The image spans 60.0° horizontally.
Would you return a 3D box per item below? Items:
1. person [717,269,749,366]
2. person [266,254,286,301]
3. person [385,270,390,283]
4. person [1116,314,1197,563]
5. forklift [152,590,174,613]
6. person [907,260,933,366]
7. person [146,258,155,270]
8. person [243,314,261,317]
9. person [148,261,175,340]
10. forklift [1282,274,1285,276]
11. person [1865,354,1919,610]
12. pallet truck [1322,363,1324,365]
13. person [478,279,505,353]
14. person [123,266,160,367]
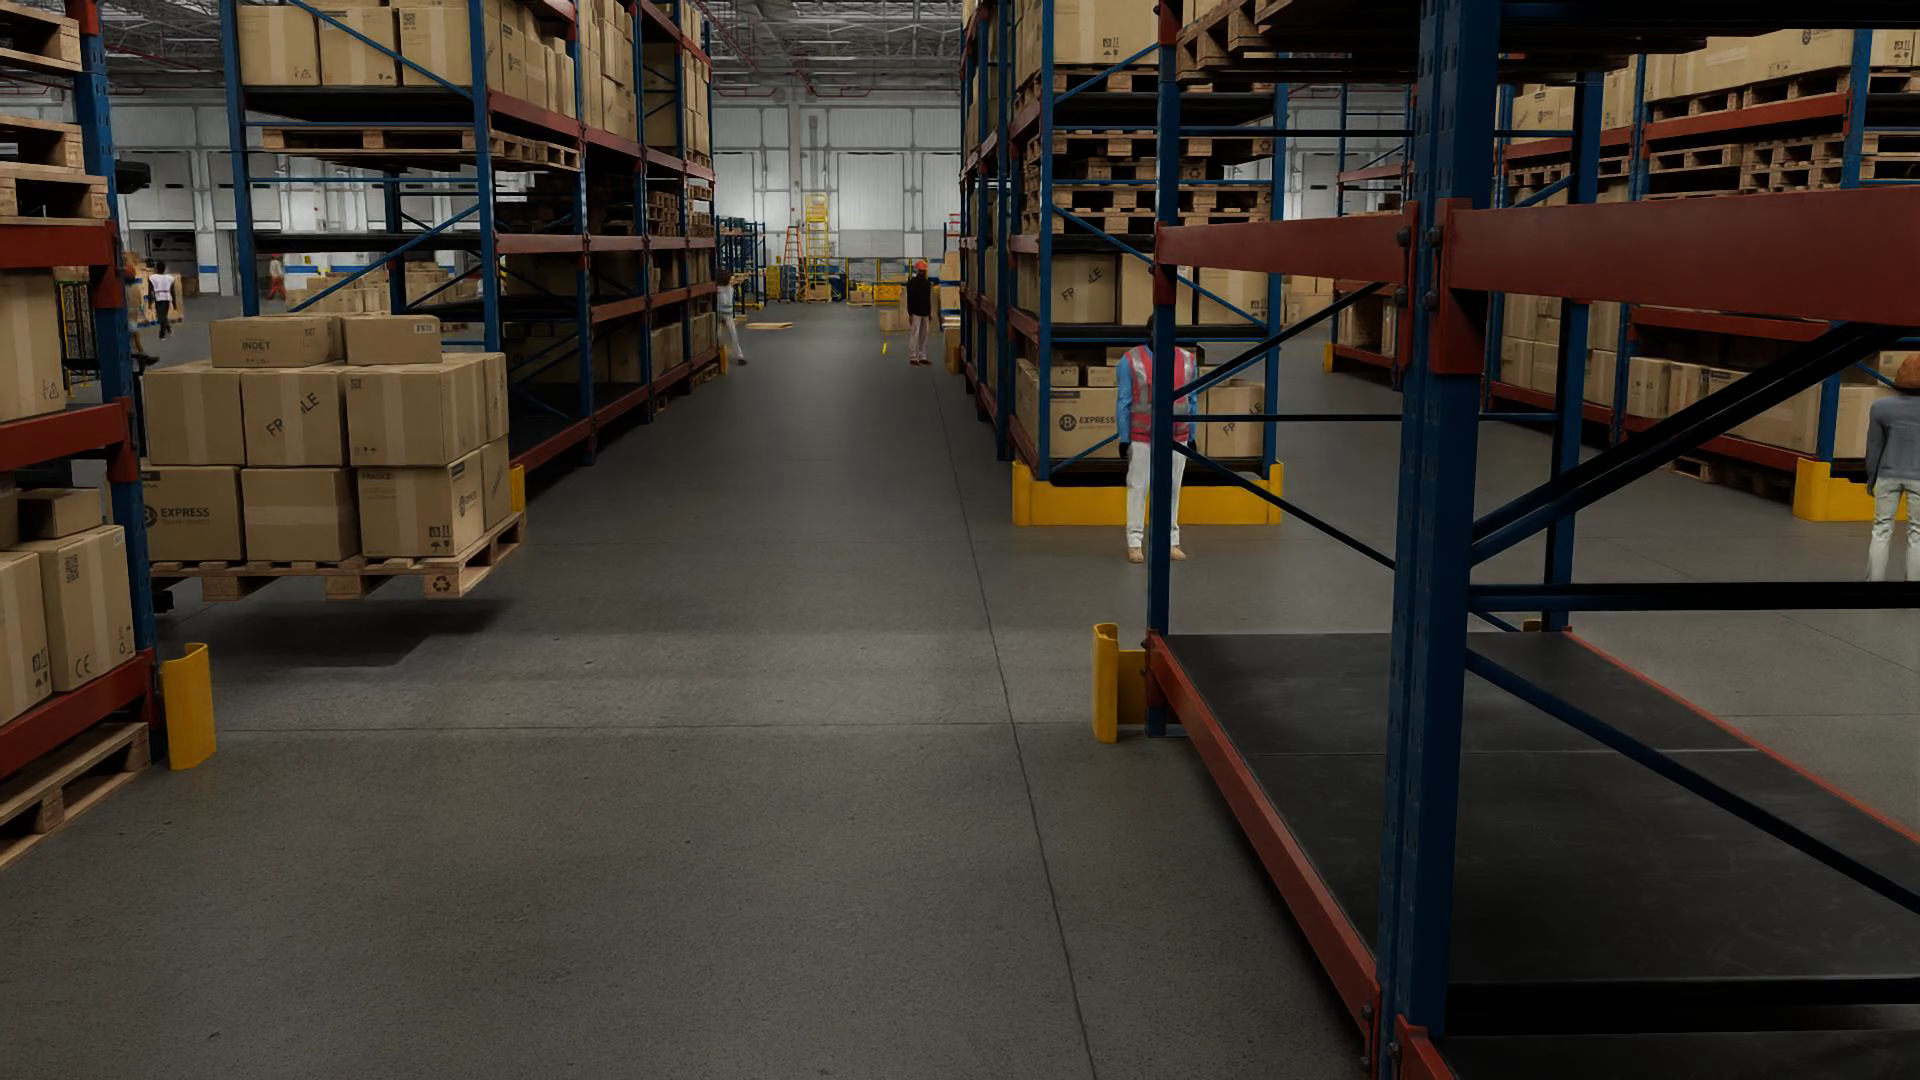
[{"bbox_3d":[-4.467,-4.206,31.513,0.999,1.834,0.562,9,13,41],"label":"person"},{"bbox_3d":[-27.232,-10.480,66.198,0.620,1.948,0.955,10,14,43],"label":"person"},{"bbox_3d":[-18.801,-8.376,55.068,0.322,1.699,0.536,4,11,23],"label":"person"},{"bbox_3d":[1.453,-0.749,12.193,0.634,1.841,0.429,-3,10,-14],"label":"person"},{"bbox_3d":[-5.858,-0.811,9.639,1.873,2.768,1.129,-1,10,-3],"label":"forklift"},{"bbox_3d":[-0.745,-4.291,31.492,0.390,1.992,0.624,9,13,41],"label":"person"},{"bbox_3d":[-25.223,-7.844,51.697,0.805,1.851,0.503,-7,12,-33],"label":"person"},{"bbox_3d":[-16.327,-5.430,38.348,0.514,1.817,1.013,8,13,36],"label":"person"},{"bbox_3d":[-18.908,-5.664,39.491,0.736,1.881,0.602,10,14,43],"label":"person"},{"bbox_3d":[12.240,-10.302,62.509,1.129,2.768,1.873,0,10,-2],"label":"forklift"},{"bbox_3d":[6.069,-0.373,10.663,0.501,1.636,0.279,10,14,44],"label":"person"},{"bbox_3d":[7.712,-4.157,30.737,1.885,1.965,0.823,3,11,16],"label":"pallet truck"},{"bbox_3d":[-9.596,-4.740,34.152,0.549,1.936,0.377,-4,11,-23],"label":"person"},{"bbox_3d":[-15.544,-4.198,31.279,0.978,1.882,0.567,2,10,12],"label":"person"}]
